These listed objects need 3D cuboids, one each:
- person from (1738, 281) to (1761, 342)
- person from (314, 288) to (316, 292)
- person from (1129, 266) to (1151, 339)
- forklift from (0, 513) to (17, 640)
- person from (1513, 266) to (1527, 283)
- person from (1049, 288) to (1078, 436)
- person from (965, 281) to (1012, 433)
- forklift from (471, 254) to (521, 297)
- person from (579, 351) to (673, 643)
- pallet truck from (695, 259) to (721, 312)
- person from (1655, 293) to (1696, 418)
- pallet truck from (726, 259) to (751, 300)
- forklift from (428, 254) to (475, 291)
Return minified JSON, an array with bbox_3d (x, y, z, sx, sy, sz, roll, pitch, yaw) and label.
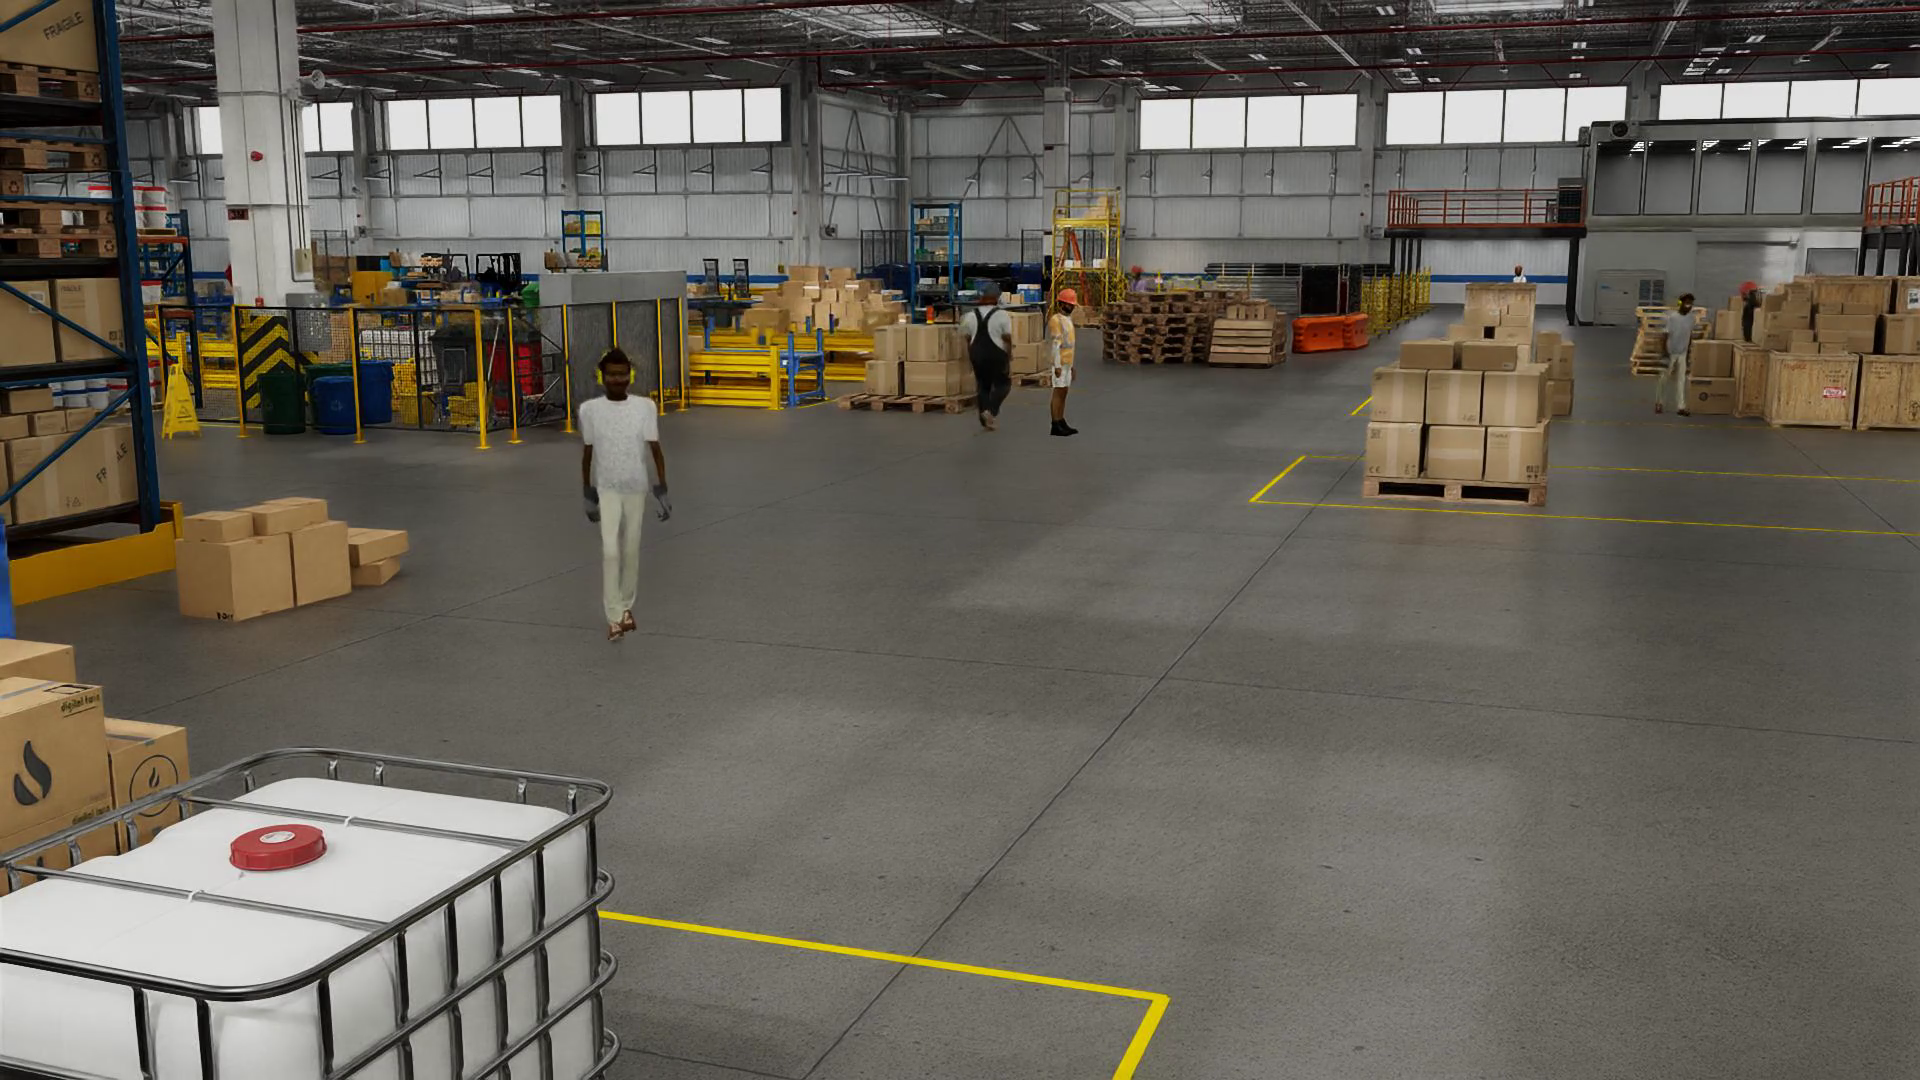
[{"bbox_3d":[12.952,-3.223,26.935,0.646,1.935,0.967,-8,13,-38],"label":"person"},{"bbox_3d":[-16.965,-6.004,43.075,0.818,1.737,0.523,10,14,44],"label":"person"},{"bbox_3d":[4.342,-5.759,41.023,1.052,1.987,0.611,-7,12,-36],"label":"person"},{"bbox_3d":[-6.139,-0.469,8.711,1.873,2.768,1.129,3,11,19],"label":"forklift"},{"bbox_3d":[16.729,-7.261,49.811,0.353,1.877,0.572,-3,10,-16],"label":"person"},{"bbox_3d":[1.376,-2.339,21.913,0.363,1.933,0.543,4,11,22],"label":"person"},{"bbox_3d":[0.396,-2.426,22.097,0.692,2.000,0.641,6,12,30],"label":"person"},{"bbox_3d":[-17.990,-10.121,64.684,1.157,1.987,2.680,3,11,17],"label":"forklift"},{"bbox_3d":[-2.106,-0.270,10.536,0.544,1.830,0.908,-3,11,-17],"label":"person"},{"bbox_3d":[-9.165,-9.627,62.776,0.823,1.965,1.885,4,11,23],"label":"pallet truck"},{"bbox_3d":[10.499,-2.706,24.376,0.543,1.811,1.011,-1,10,-6],"label":"person"},{"bbox_3d":[-7.986,-9.493,62.019,0.823,1.965,1.885,3,11,17],"label":"pallet truck"},{"bbox_3d":[-20.133,-10.254,65.465,1.157,1.987,2.680,3,11,19],"label":"forklift"}]
